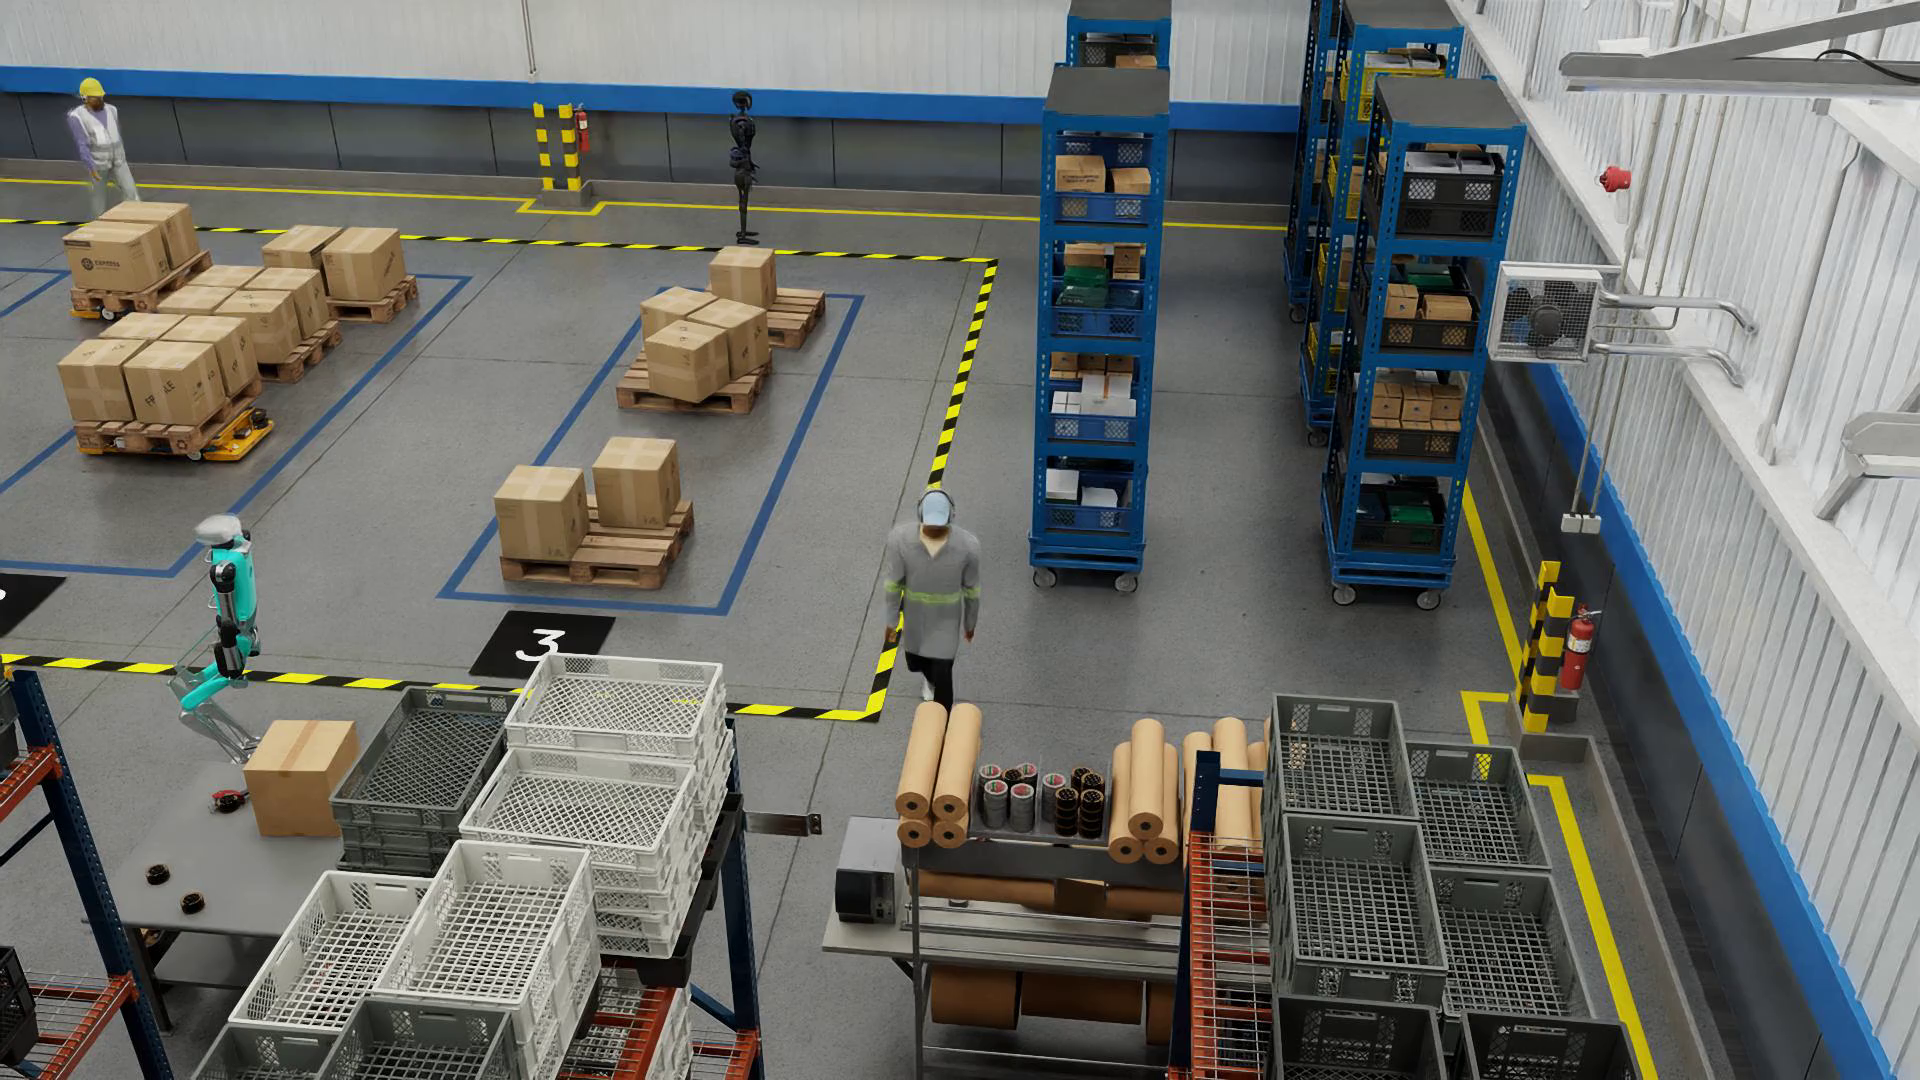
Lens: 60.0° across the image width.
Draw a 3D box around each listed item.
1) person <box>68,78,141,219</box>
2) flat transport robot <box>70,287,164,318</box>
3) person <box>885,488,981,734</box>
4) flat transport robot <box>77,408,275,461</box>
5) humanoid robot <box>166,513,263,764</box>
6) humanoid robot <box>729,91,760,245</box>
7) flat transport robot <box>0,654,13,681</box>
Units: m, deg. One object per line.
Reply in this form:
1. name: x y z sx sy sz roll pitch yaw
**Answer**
1. person: -9.434 -4.204 18.394 0.943 1.784 0.591 19 35 29
2. flat transport robot: -8.170 -2.444 16.843 1.431 0.197 0.652 3 30 6
3. person: -0.159 0.446 10.356 0.586 1.827 0.817 6 31 10
4. flat transport robot: -6.728 -0.944 14.268 1.431 0.197 0.652 3 30 6
5. humanoid robot: -4.517 0.629 10.000 0.735 1.677 0.533 -5 31 -8
6. humanoid robot: -2.373 -4.120 18.337 0.315 1.656 0.599 -2 30 -3
7. flat transport robot: -7.142 0.969 11.010 1.431 0.231 0.659 3 30 6
